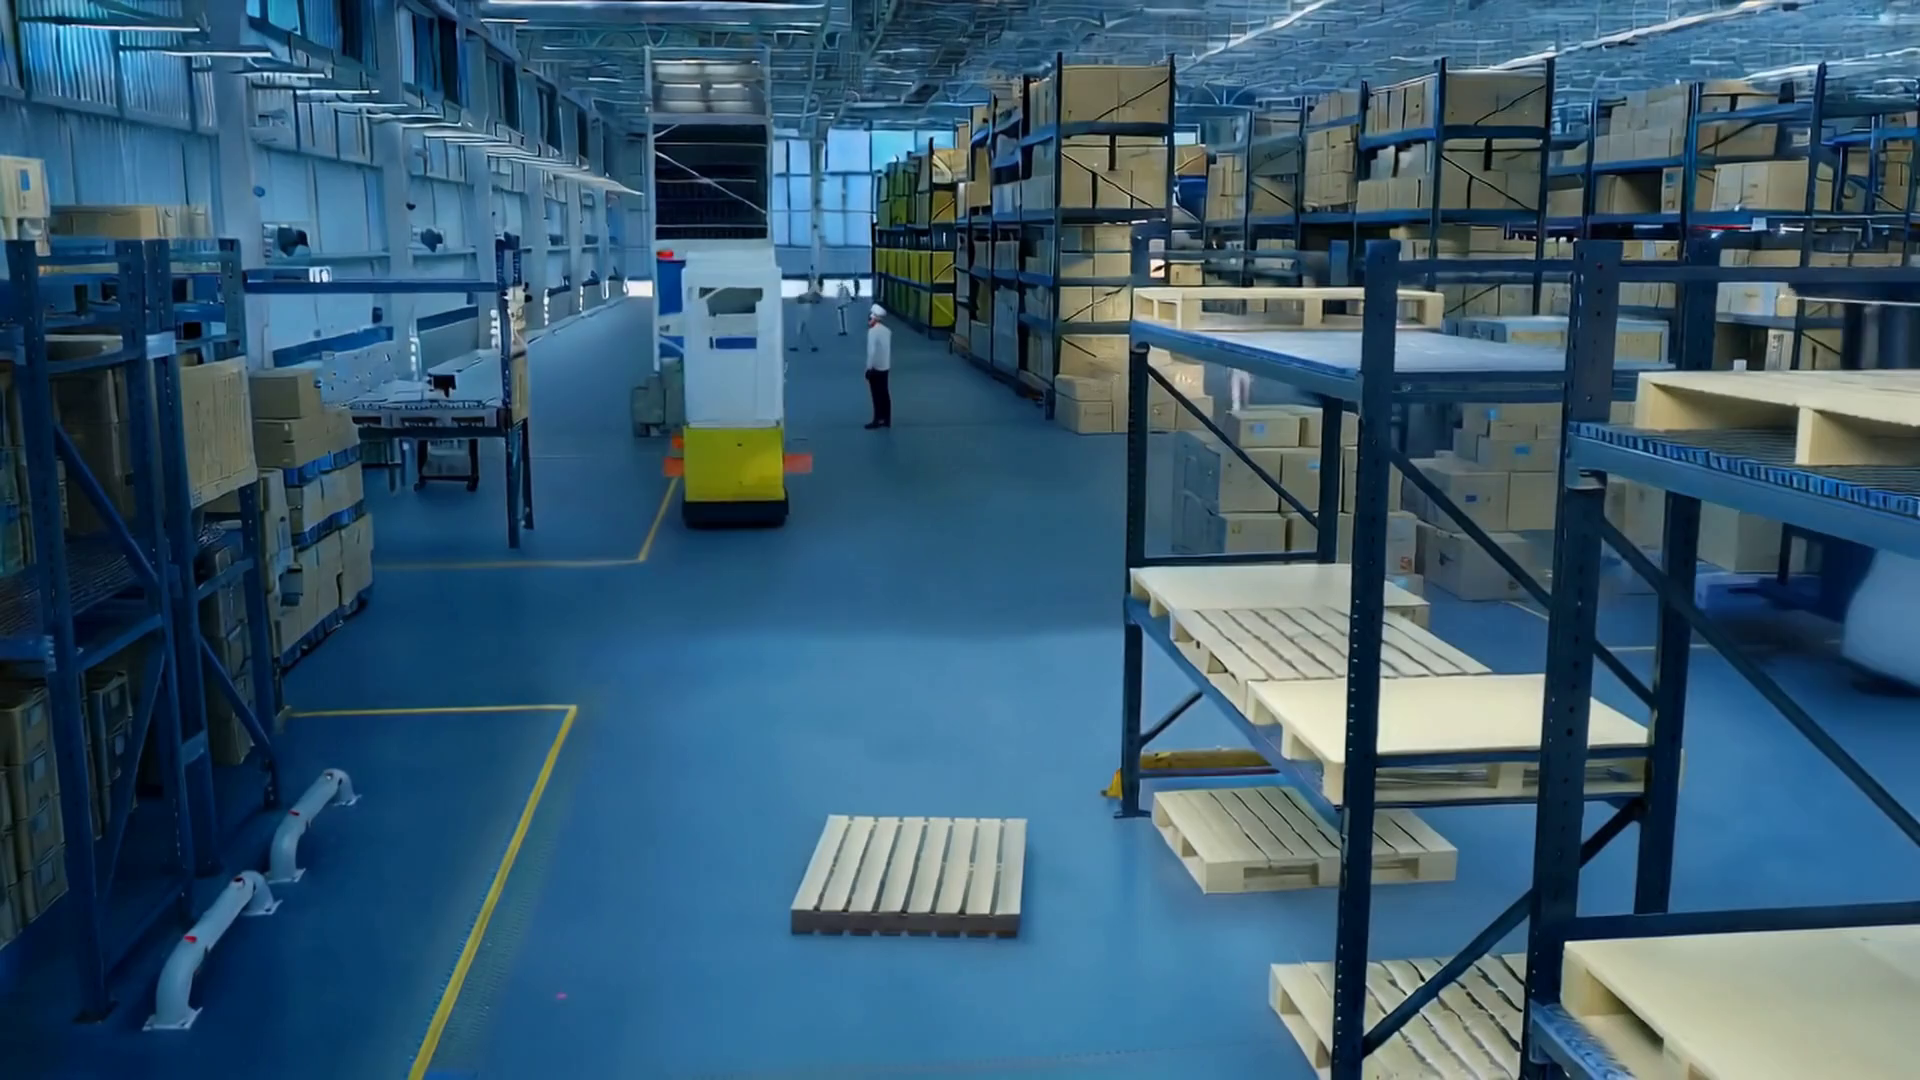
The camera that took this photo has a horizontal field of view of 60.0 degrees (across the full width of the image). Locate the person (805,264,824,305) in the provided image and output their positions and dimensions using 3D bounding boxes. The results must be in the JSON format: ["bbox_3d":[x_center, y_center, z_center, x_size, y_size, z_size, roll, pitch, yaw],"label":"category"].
[{"bbox_3d":[-6.926,-12.028,78.323,0.997,1.885,0.565,-1,10,-5],"label":"person"}]

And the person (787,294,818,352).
[{"bbox_3d":[-4.247,-5.879,45.079,0.851,1.588,0.514,-1,10,-8],"label":"person"}]

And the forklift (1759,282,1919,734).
[{"bbox_3d":[6.308,-0.313,10.668,1.129,2.768,1.873,-1,10,-6],"label":"forklift"}]

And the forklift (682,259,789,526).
[{"bbox_3d":[-2.460,-1.651,18.079,1.129,2.768,1.873,-1,10,-6],"label":"forklift"}]

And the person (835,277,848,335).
[{"bbox_3d":[-3.817,-7.534,53.586,0.430,1.838,0.622,1,10,5],"label":"person"}]

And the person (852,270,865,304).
[{"bbox_3d":[-4.795,-11.985,78.860,0.760,1.609,0.530,1,10,6],"label":"person"}]

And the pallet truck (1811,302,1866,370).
[{"bbox_3d":[15.846,-3.142,28.793,1.885,1.965,0.823,2,10,12],"label":"pallet truck"}]

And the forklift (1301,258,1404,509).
[{"bbox_3d":[4.090,-1.737,18.556,1.873,2.768,1.129,3,11,18],"label":"forklift"}]

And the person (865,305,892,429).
[{"bbox_3d":[-1.323,-2.780,26.787,0.378,1.996,0.611,5,12,27],"label":"person"}]

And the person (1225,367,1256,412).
[{"bbox_3d":[4.568,-2.628,27.039,0.521,1.607,0.774,0,10,2],"label":"person"}]
